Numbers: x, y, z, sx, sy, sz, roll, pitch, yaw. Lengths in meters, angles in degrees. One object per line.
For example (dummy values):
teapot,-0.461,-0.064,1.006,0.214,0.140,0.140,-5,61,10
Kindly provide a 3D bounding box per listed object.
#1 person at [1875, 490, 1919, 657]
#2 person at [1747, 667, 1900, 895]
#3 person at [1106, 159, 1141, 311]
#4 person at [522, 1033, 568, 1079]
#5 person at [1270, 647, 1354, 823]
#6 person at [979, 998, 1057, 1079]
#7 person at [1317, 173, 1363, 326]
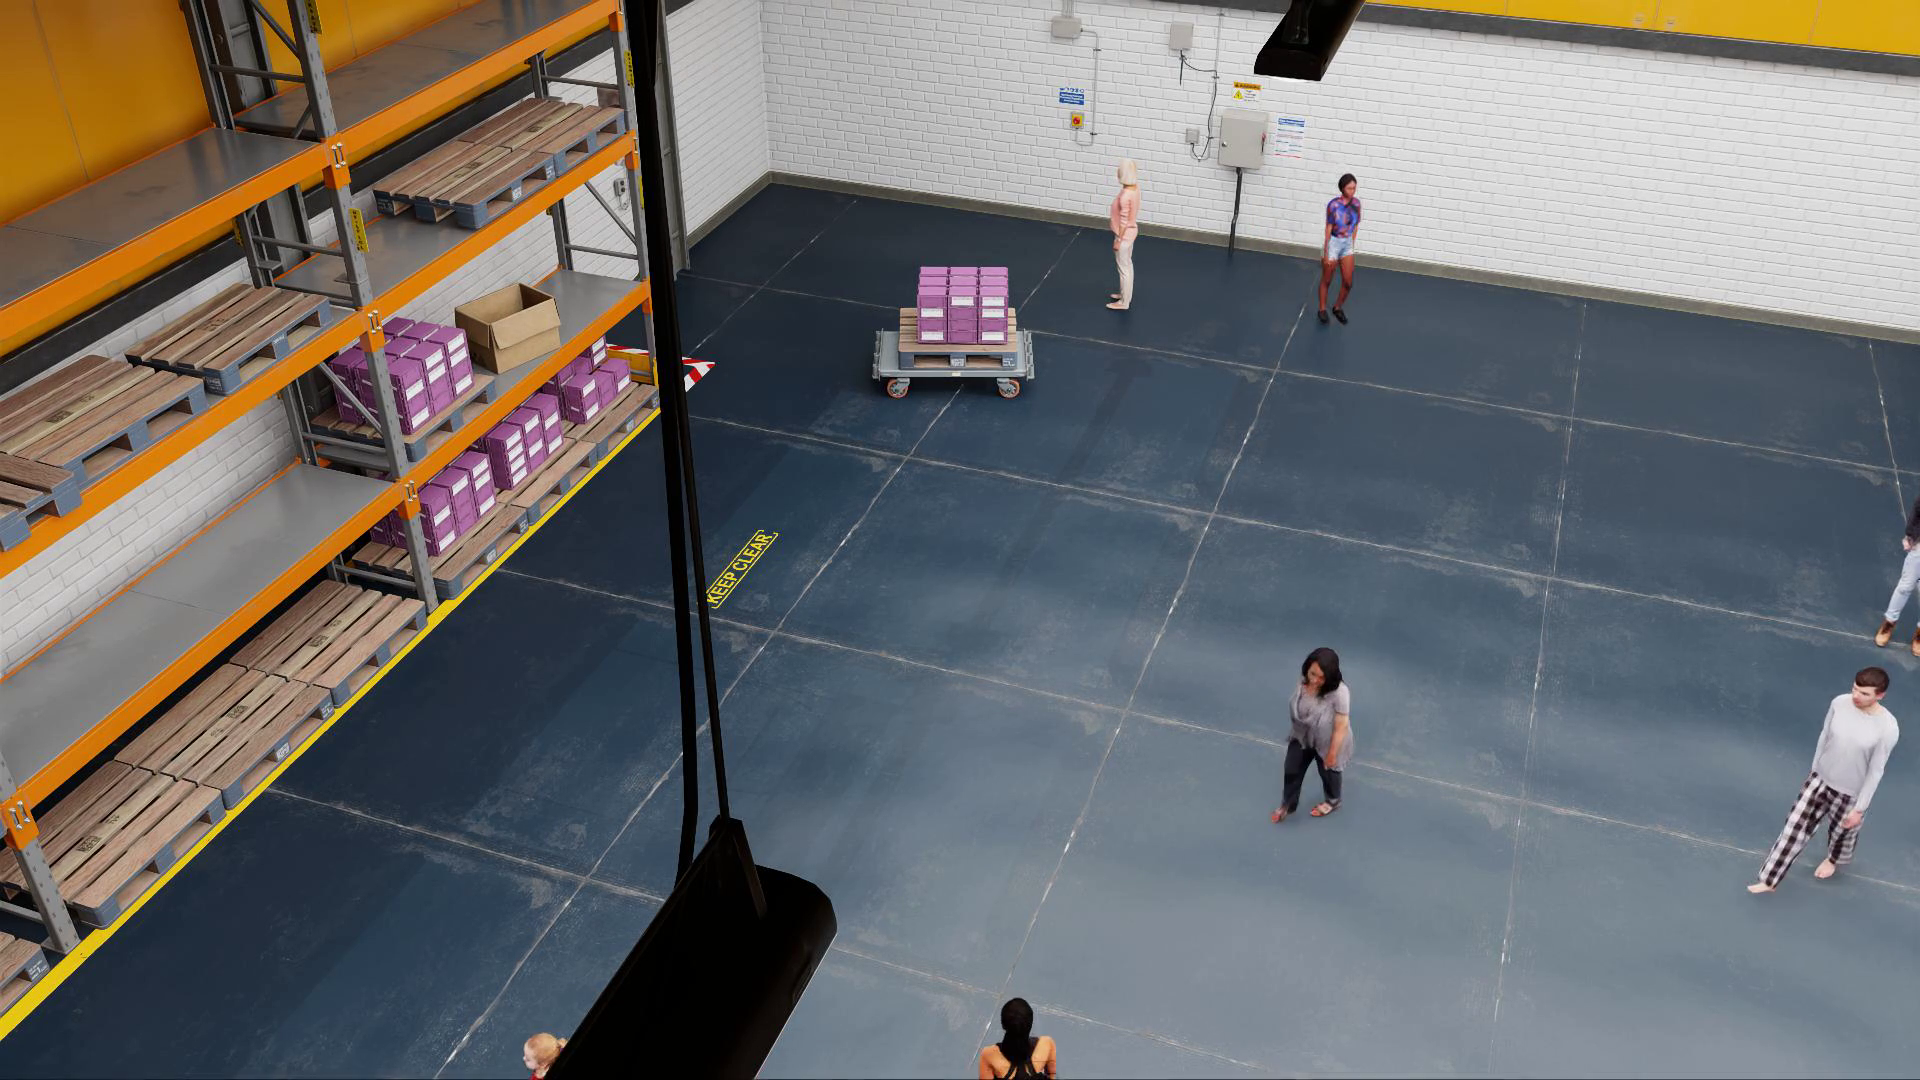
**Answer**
person,7.700,0.061,13.116,0.675,1.833,0.577,17,37,24
person,5.820,1.572,10.870,1.222,1.803,1.076,-20,39,-28
person,1.829,-3.390,18.406,0.664,1.725,0.463,10,35,14
person,-2.129,3.139,8.996,0.898,1.267,0.874,-12,36,-18
person,2.532,1.297,11.495,0.940,1.568,0.849,-19,38,-26
person,0.320,3.076,8.756,0.897,1.637,1.074,-5,34,-7
person,4.064,-3.189,18.099,0.713,1.730,0.762,-7,34,-10
